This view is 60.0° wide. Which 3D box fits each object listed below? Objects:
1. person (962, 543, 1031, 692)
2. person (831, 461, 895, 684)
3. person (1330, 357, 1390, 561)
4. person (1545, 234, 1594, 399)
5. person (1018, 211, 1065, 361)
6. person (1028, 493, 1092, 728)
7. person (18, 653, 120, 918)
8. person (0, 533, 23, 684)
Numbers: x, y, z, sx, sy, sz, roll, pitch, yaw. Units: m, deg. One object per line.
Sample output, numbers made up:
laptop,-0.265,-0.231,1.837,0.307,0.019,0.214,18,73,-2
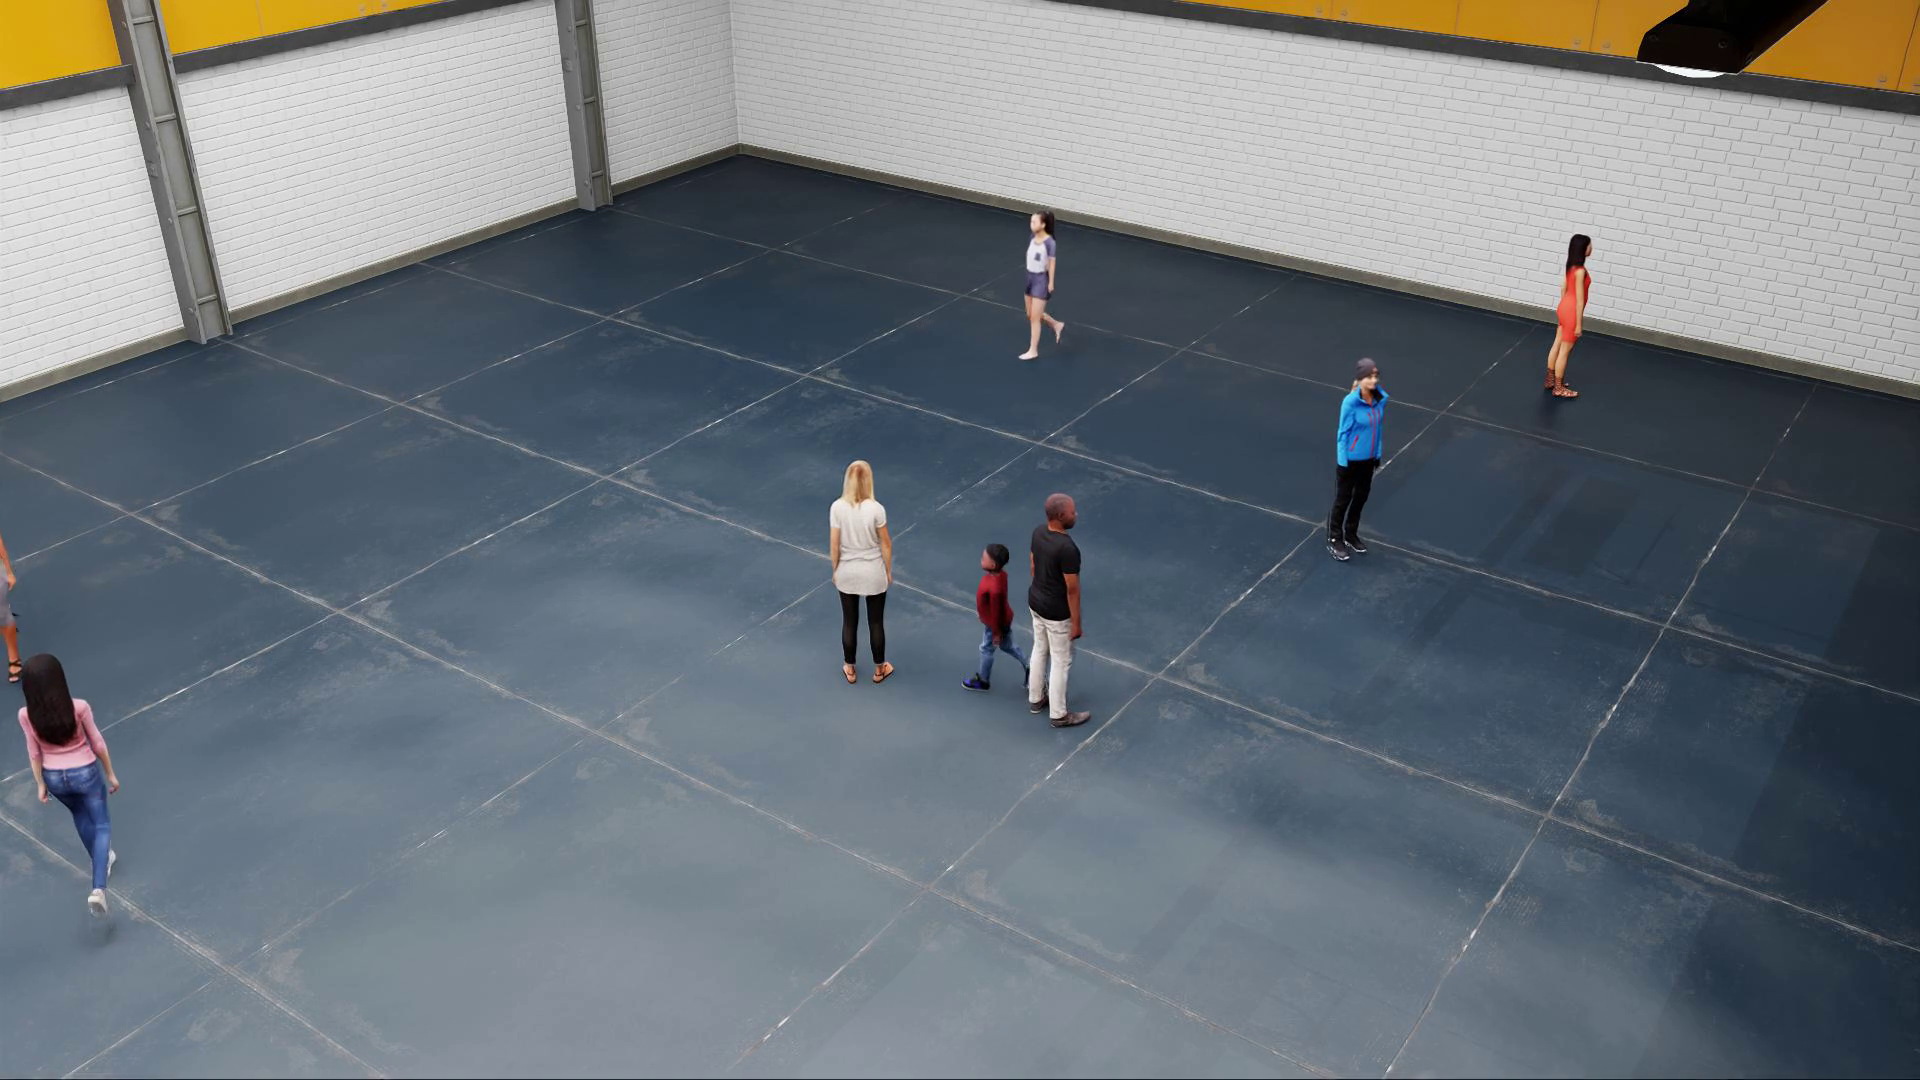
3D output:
person,0.341,0.593,12.294,0.764,1.235,0.830,5,29,10
person,-0.727,0.250,12.304,0.679,1.827,0.691,2,29,3
person,3.348,-0.703,14.080,0.669,1.799,0.776,-14,32,-24
person,6.279,-2.315,17.124,0.731,1.714,0.647,-1,29,-2
person,0.925,-2.781,18.063,0.983,1.633,0.813,-17,33,-28
person,0.664,0.494,11.881,0.742,1.803,0.747,-17,33,-28
person,-5.402,1.503,10.120,1.052,1.719,1.055,-8,30,-14
person,-7.271,0.214,12.431,0.847,1.768,0.900,-6,29,-11
